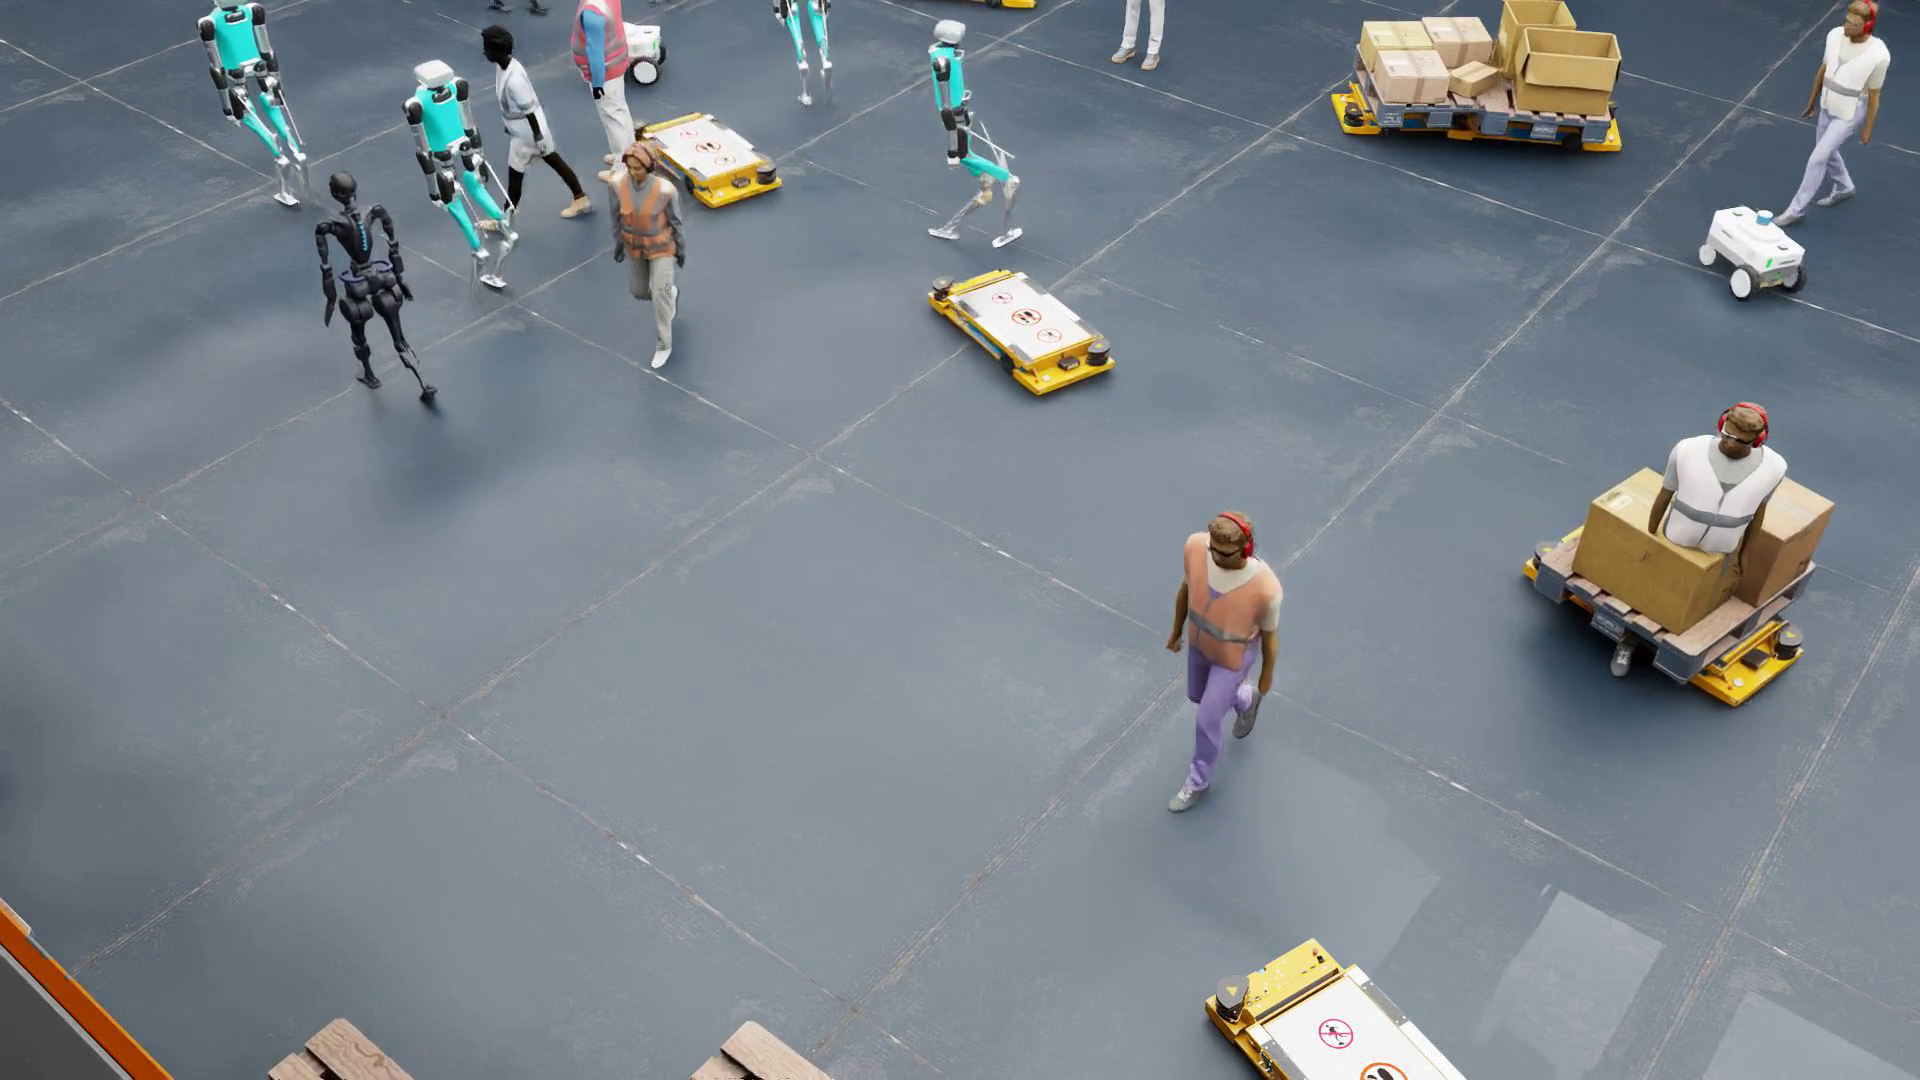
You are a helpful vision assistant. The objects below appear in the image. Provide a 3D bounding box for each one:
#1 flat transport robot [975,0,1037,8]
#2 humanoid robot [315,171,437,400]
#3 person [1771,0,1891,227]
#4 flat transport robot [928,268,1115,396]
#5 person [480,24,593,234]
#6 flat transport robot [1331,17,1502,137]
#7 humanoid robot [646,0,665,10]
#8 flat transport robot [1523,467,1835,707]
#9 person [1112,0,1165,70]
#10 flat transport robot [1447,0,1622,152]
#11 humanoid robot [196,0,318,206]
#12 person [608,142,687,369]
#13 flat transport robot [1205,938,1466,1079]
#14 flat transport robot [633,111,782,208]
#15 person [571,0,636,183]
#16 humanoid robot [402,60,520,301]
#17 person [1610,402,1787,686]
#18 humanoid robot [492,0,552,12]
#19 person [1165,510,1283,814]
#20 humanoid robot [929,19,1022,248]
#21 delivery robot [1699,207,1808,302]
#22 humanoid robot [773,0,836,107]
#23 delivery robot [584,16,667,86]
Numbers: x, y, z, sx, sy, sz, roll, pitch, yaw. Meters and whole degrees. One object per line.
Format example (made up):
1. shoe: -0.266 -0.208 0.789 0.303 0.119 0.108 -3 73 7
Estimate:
1. flat transport robot: 0.104 -5.593 16.658 1.431 0.231 0.659 9 41 10
2. humanoid robot: -3.887 -1.629 10.951 0.762 1.624 0.612 32 50 32
3. person: 6.817 -3.302 12.781 0.804 1.799 0.579 -10 41 -12
4. flat transport robot: 0.421 -1.536 11.885 0.659 0.231 1.431 -22 45 -24
5. person: -3.337 -3.149 12.717 0.914 1.634 0.542 -13 42 -14
6. flat transport robot: 4.017 -3.768 14.511 1.431 0.231 0.659 0 40 0
7. humanoid robot: -2.973 -5.919 15.942 0.710 1.817 0.530 -12 42 -14
8. flat transport robot: 4.065 0.371 9.642 0.659 0.231 1.431 -27 47 -28
9. person: 1.683 -5.172 14.917 0.573 1.882 0.361 23 46 25
10. flat transport robot: 4.936 -3.625 14.342 1.431 0.231 0.659 7 41 8
11. humanoid robot: -5.363 -3.316 12.925 0.725 1.894 0.547 28 48 29
12. person: -2.098 -2.019 11.407 0.516 1.617 0.597 13 42 15
13. flat transport robot: 1.778 2.383 7.275 0.659 0.231 1.431 -22 45 -24
14. flat transport robot: -2.134 -3.198 13.840 0.659 0.231 1.431 -25 46 -27
15. person: -2.861 -3.771 13.313 0.431 1.835 0.628 0 40 1
16. humanoid robot: -3.468 -2.492 11.910 0.668 1.846 0.541 24 46 26
17. person: 3.932 0.005 8.858 0.562 1.841 0.392 9 41 10
18. humanoid robot: -4.329 -5.813 15.845 0.706 1.629 0.591 23 45 25
19. person: 1.347 0.510 8.285 0.767 1.815 0.575 -28 48 -29
20. humanoid robot: 0.215 -2.987 12.475 0.936 1.770 0.568 11 42 13
21. delivery robot: 5.926 -2.154 12.398 0.499 0.603 0.794 -11 42 -13
22. humanoid robot: -1.293 -4.474 14.276 0.551 1.880 0.694 -12 42 -14
23. delivery robot: -3.052 -4.462 15.109 0.784 0.599 0.499 0 40 0
